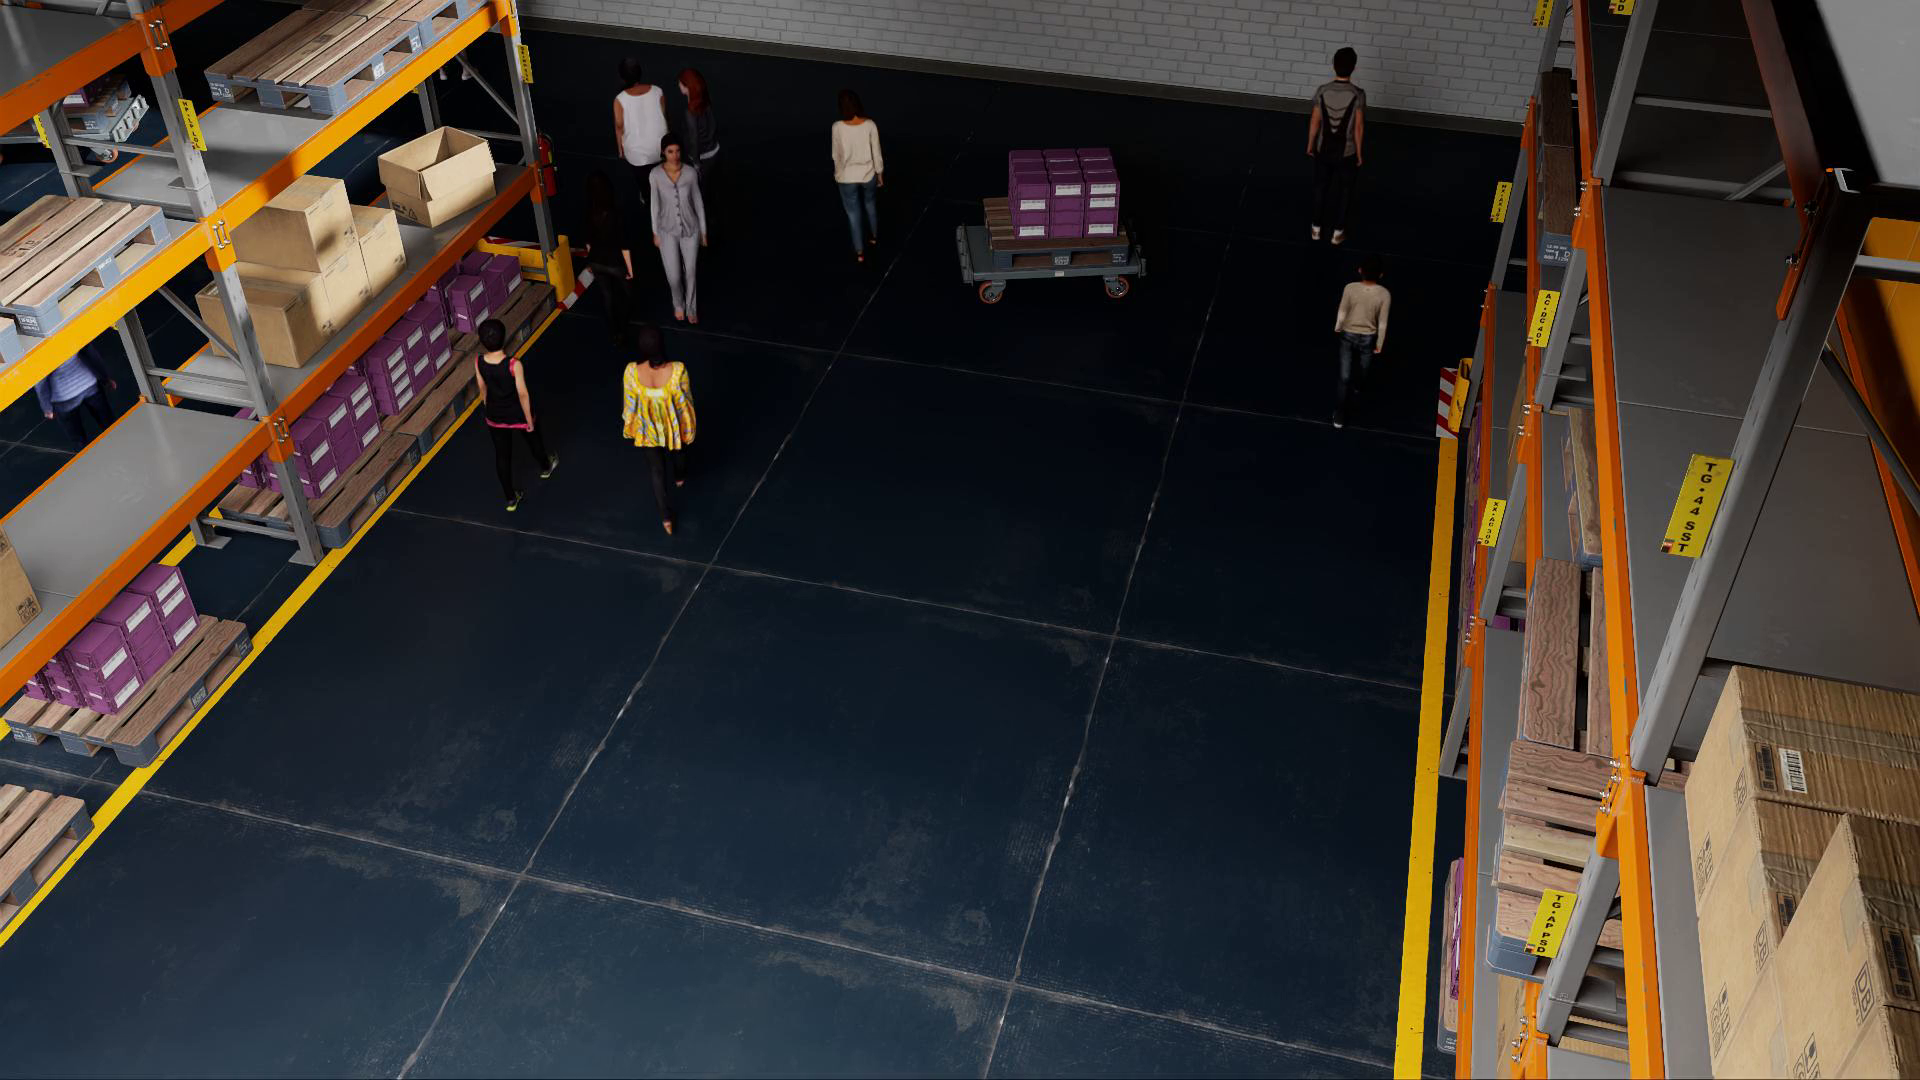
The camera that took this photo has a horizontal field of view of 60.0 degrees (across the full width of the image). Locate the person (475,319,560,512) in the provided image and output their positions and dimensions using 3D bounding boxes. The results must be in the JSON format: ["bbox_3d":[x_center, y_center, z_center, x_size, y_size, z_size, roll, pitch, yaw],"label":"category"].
[{"bbox_3d":[-3.355,-0.888,12.261,0.634,1.527,0.915,6,39,7],"label":"person"}]

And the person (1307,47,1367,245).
[{"bbox_3d":[3.463,-3.595,15.361,0.741,1.889,0.688,16,41,19],"label":"person"}]

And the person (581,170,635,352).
[{"bbox_3d":[-2.958,-2.277,13.915,0.612,1.634,0.702,5,39,6],"label":"person"}]

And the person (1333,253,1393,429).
[{"bbox_3d":[3.138,-1.546,13.163,0.566,1.431,0.976,8,39,10],"label":"person"}]

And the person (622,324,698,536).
[{"bbox_3d":[-2.165,-0.762,12.034,0.918,1.613,1.121,-4,39,-5],"label":"person"}]

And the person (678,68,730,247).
[{"bbox_3d":[-2.274,-3.475,15.312,0.697,1.762,0.542,12,40,15],"label":"person"}]

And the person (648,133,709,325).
[{"bbox_3d":[-2.447,-2.703,14.346,0.739,1.761,0.781,-12,40,-15],"label":"person"}]

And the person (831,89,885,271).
[{"bbox_3d":[-0.939,-3.234,15.111,0.870,1.638,1.081,-4,39,-5],"label":"person"}]

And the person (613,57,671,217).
[{"bbox_3d":[-2.961,-3.667,15.649,1.132,1.643,1.171,-21,43,-24],"label":"person"}]
